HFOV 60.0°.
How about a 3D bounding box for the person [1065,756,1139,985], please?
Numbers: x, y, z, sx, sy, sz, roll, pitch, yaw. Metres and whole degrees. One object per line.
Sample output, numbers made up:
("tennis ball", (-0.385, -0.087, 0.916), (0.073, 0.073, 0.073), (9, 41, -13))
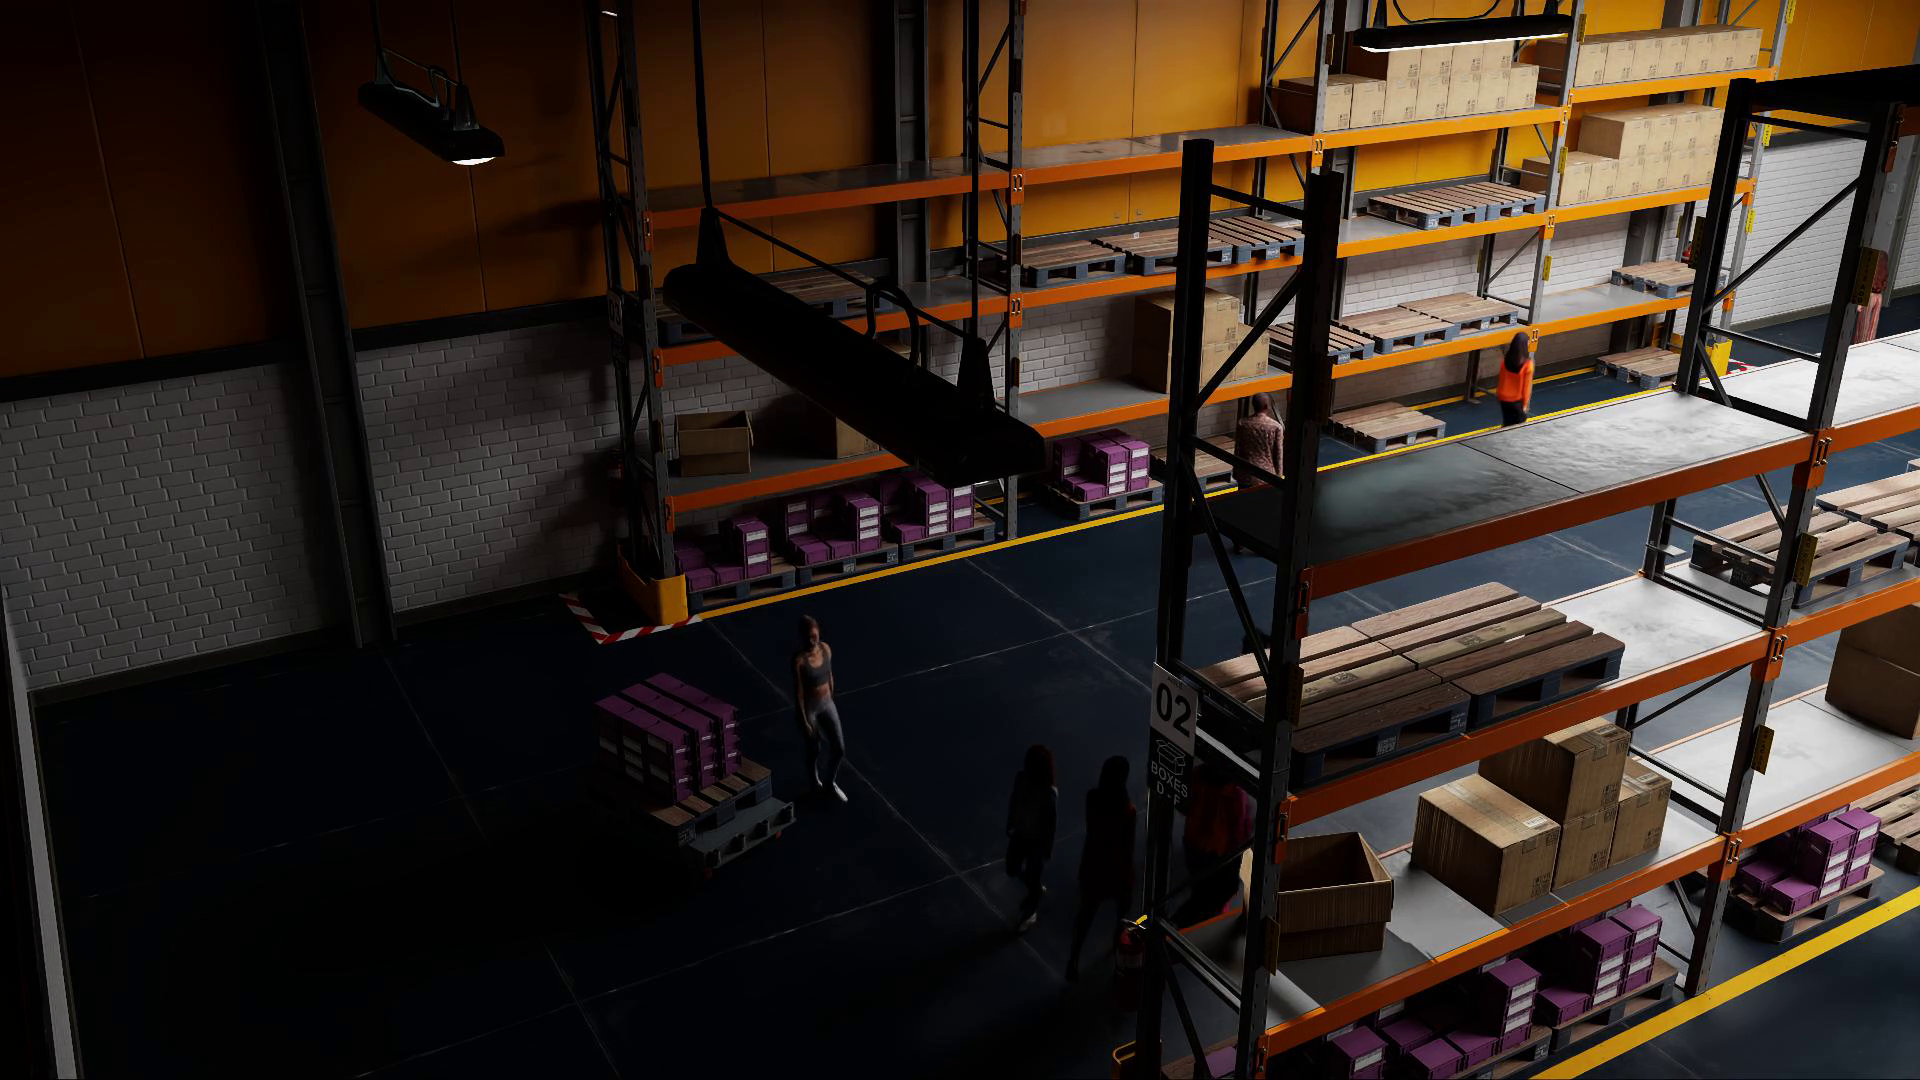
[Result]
("person", (0.949, 2.266, 11.301), (0.938, 1.647, 1.150), (12, 26, 25))

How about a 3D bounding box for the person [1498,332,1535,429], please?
("person", (6.667, -1.663, 20.177), (0.870, 1.736, 0.633), (-14, 27, -30))

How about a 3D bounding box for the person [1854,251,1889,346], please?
("person", (13.521, -3.532, 24.669), (0.506, 1.562, 0.653), (-8, 25, -18))

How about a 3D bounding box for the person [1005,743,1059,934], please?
("person", (0.555, 2.098, 11.905), (0.726, 1.470, 0.677), (-19, 30, -37))

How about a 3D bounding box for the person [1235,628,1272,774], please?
("person", (2.345, 1.478, 13.006), (1.211, 1.724, 0.850), (-21, 31, -39))

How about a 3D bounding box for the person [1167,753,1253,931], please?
("person", (1.740, 2.103, 11.667), (0.875, 1.652, 0.657), (-15, 28, -30))

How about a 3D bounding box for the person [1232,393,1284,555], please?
("person", (3.191, -0.712, 17.912), (0.780, 1.807, 0.821), (8, 25, 18))

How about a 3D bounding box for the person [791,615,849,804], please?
("person", (-1.216, 1.349, 13.354), (0.607, 1.683, 0.699), (-21, 31, -39))
